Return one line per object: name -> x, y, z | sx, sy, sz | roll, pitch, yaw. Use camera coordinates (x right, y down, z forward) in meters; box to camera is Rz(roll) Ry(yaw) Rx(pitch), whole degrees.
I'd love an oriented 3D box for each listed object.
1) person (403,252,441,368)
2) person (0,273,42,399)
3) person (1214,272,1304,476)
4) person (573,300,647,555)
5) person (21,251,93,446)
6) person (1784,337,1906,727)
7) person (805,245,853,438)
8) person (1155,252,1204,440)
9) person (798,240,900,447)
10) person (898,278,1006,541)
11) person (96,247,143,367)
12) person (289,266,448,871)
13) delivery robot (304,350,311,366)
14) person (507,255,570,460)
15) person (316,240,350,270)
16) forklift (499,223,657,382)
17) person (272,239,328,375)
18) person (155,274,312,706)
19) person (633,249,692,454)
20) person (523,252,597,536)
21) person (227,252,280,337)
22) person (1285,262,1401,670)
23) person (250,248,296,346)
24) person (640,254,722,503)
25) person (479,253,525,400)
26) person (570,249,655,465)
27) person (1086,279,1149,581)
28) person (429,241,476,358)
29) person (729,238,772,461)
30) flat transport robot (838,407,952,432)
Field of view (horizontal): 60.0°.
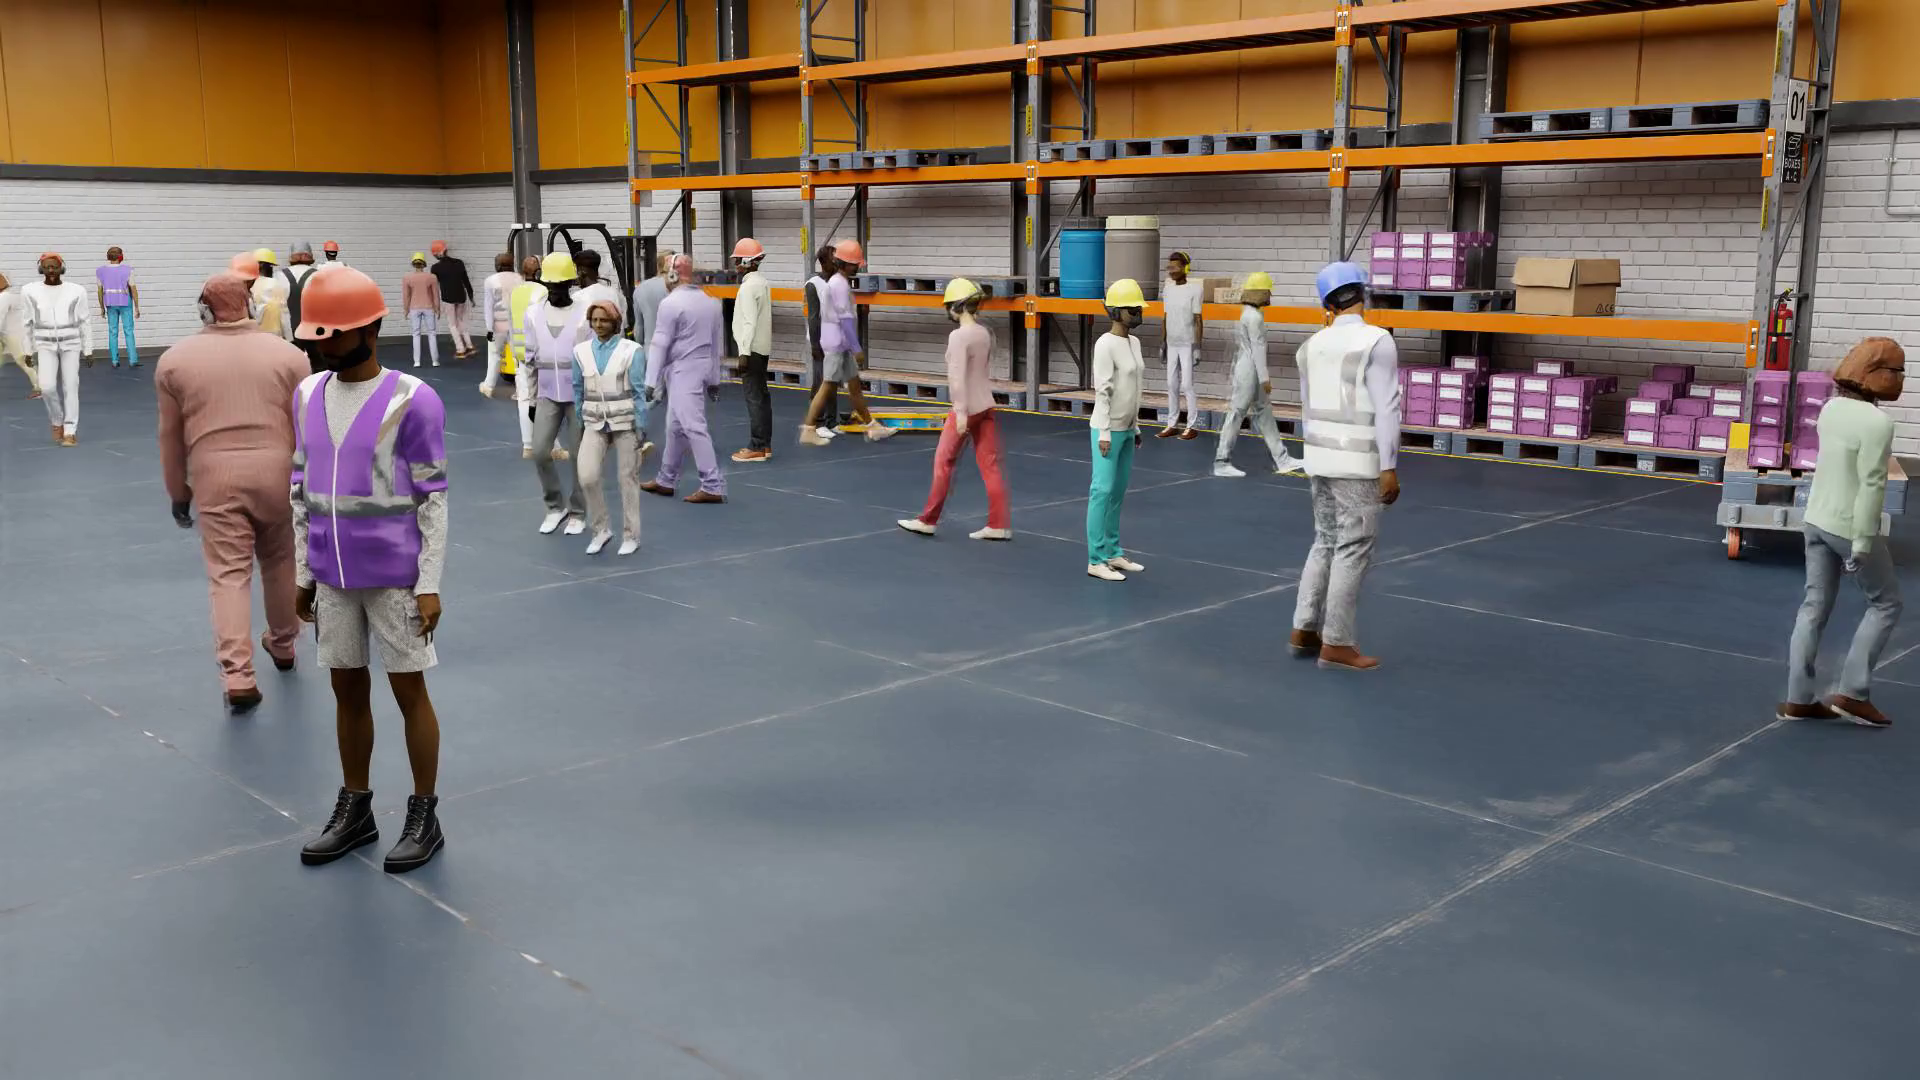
person -> -8.253, -3.527, 25.530 | 0.533, 1.767, 0.326 | -3, 11, -15
person -> -11.751, -2.501, 20.425 | 0.497, 1.585, 0.877 | 9, 14, 41
person -> 2.543, -1.369, 13.888 | 0.858, 1.703, 0.504 | 2, 11, 10
person -> -2.200, -0.694, 10.480 | 0.523, 1.623, 0.452 | 2, 11, 11
person -> -8.641, -1.825, 15.951 | 0.606, 1.870, 0.410 | -5, 11, -25
person -> 3.699, -0.026, 6.865 | 0.509, 1.612, 0.499 | -1, 10, -5
person -> -1.338, -2.000, 16.786 | 0.392, 1.919, 0.591 | 5, 12, 27
person -> 2.193, -1.921, 16.542 | 0.321, 1.853, 0.527 | -9, 14, -40
person -> -1.108, -1.867, 15.923 | 0.954, 1.968, 0.617 | -1, 10, -3
person -> -0.039, -0.861, 11.069 | 0.826, 1.725, 0.538 | 6, 12, 28
person -> -12.925, -3.574, 25.562 | 0.571, 1.845, 0.382 | -2, 11, -10
person -> -1.894, 0.103, 5.293 | 0.542, 1.927, 0.374 | 3, 11, 15
delivery robot -> -9.197, -2.498, 22.962 | 0.477, 0.478, 0.707 | -1, 10, -5
person -> -3.804, -1.644, 15.051 | 0.623, 1.845, 0.430 | 9, 14, 40
person -> -10.069, -3.843, 26.776 | 0.546, 1.939, 0.375 | -9, 14, -40
forklift -> -5.316, -3.263, 22.920 | 2.313, 2.155, 1.214 | -10, 14, -44
person -> -7.297, -2.361, 18.418 | 0.686, 2.000, 0.955 | -1, 10, -4
person -> -3.149, -0.231, 7.347 | 0.679, 1.854, 1.020 | -4, 11, -22
person -> -2.731, -1.686, 15.130 | 0.645, 1.905, 0.730 | 5, 12, 27
person -> -2.660, -0.965, 11.167 | 0.603, 1.905, 0.496 | 1, 10, 8
person -> -5.621, -1.308, 13.100 | 0.569, 1.881, 0.896 | 0, 10, 2
person -> 1.787, -0.326, 7.755 | 0.396, 1.908, 0.661 | -4, 11, -21
person -> -7.640, -2.243, 18.219 | 0.603, 1.894, 0.878 | 5, 12, 28
person -> -2.188, -1.216, 12.621 | 0.897, 1.868, 0.657 | 3, 11, 18
person -> -5.646, -2.637, 20.592 | 0.648, 1.792, 0.952 | -9, 14, -40
person -> -3.036, -1.556, 14.392 | 0.910, 1.920, 0.617 | 9, 14, 41
person -> 0.950, -0.654, 9.857 | 0.330, 1.769, 0.526 | 6, 12, 28
person -> -8.390, -3.961, 27.439 | 0.454, 1.932, 0.696 | 9, 14, 40
person -> -1.874, -1.706, 14.970 | 0.381, 1.994, 0.622 | 1, 10, 7
flat transport robot -> -0.508, -1.247, 17.171 | 1.431, 0.197, 0.652 | 1, 10, 4
